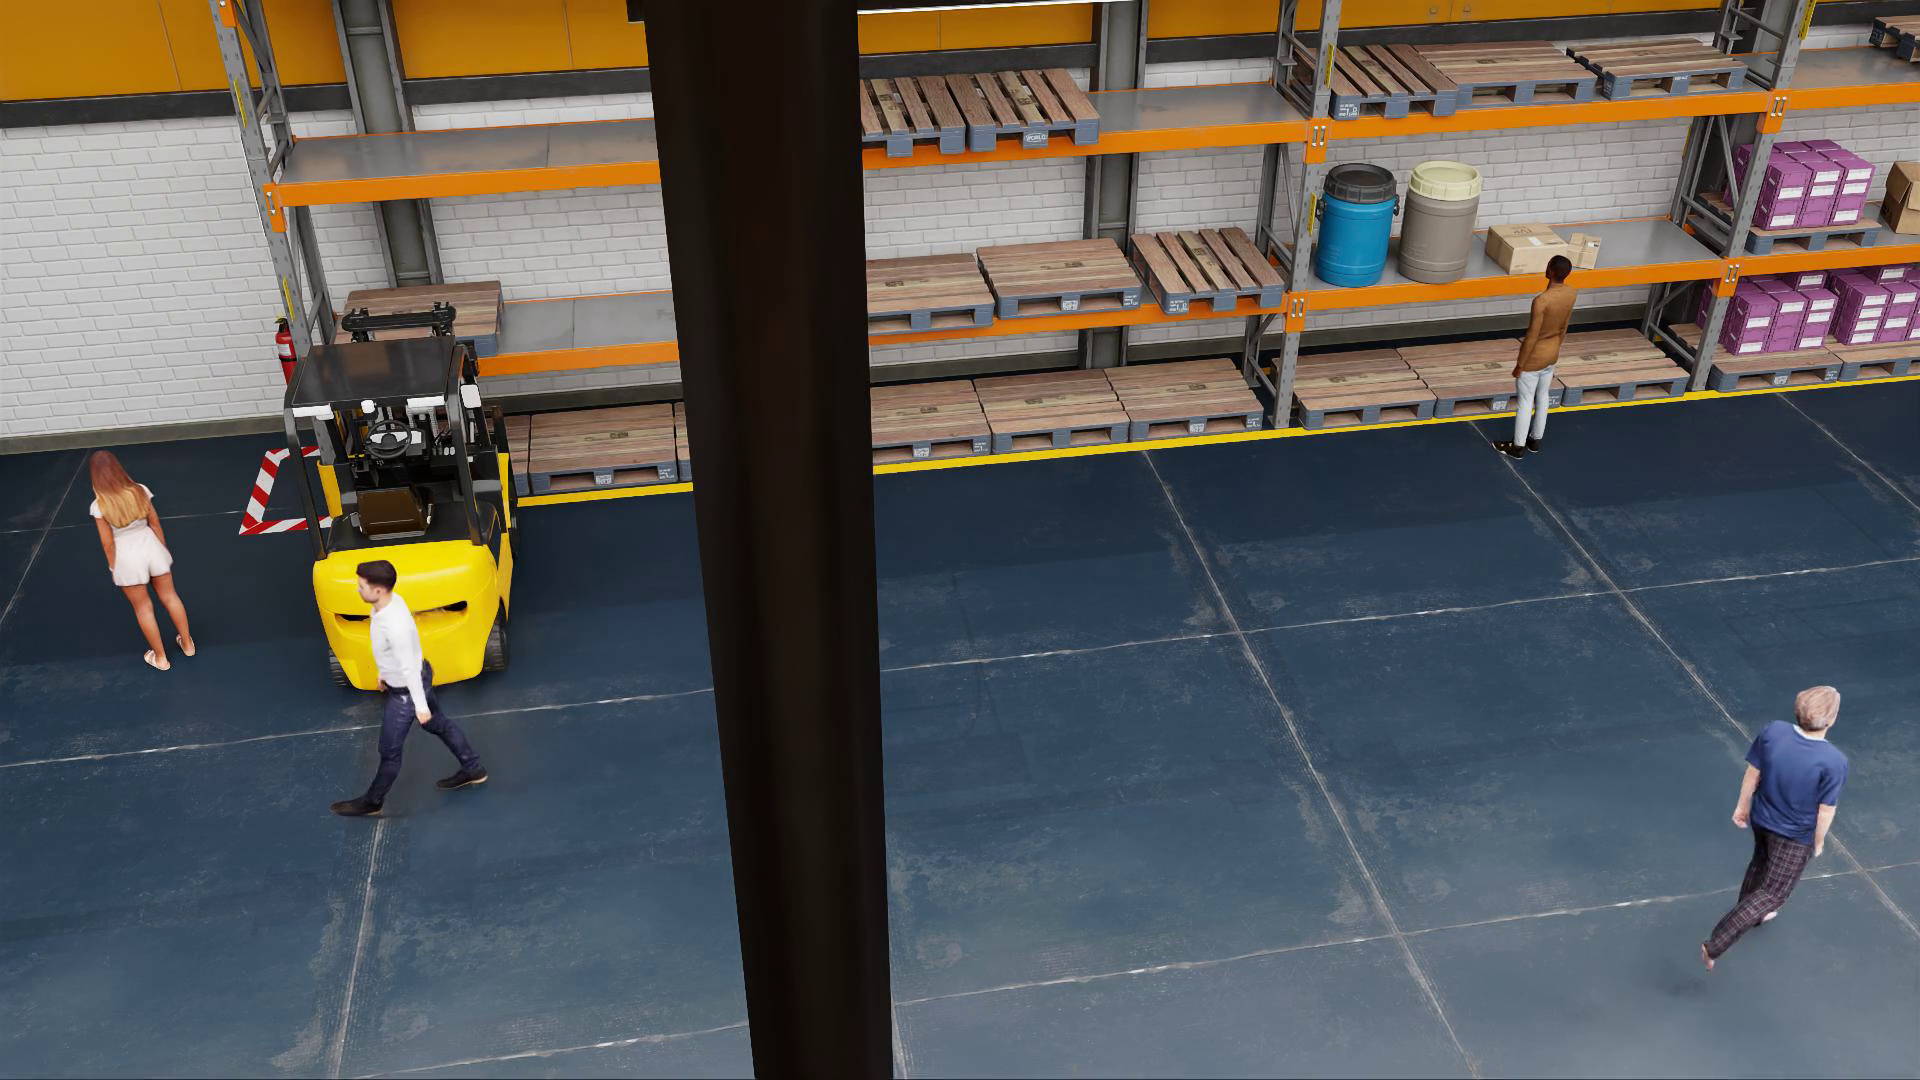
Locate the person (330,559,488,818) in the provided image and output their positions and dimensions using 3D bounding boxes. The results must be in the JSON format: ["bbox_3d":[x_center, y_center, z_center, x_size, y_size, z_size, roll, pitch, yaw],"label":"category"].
[{"bbox_3d":[-3.300,0.889,10.236,1.201,1.821,0.722,-11,35,-16],"label":"person"}]

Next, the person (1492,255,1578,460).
[{"bbox_3d":[4.842,-1.531,13.881,0.618,1.817,0.772,-19,38,-26],"label":"person"}]

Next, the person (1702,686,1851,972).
[{"bbox_3d":[4.453,1.614,9.124,1.149,1.845,0.895,-18,38,-25],"label":"person"}]

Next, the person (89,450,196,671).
[{"bbox_3d":[-5.675,0.135,11.485,0.723,1.694,0.648,26,42,34],"label":"person"}]
